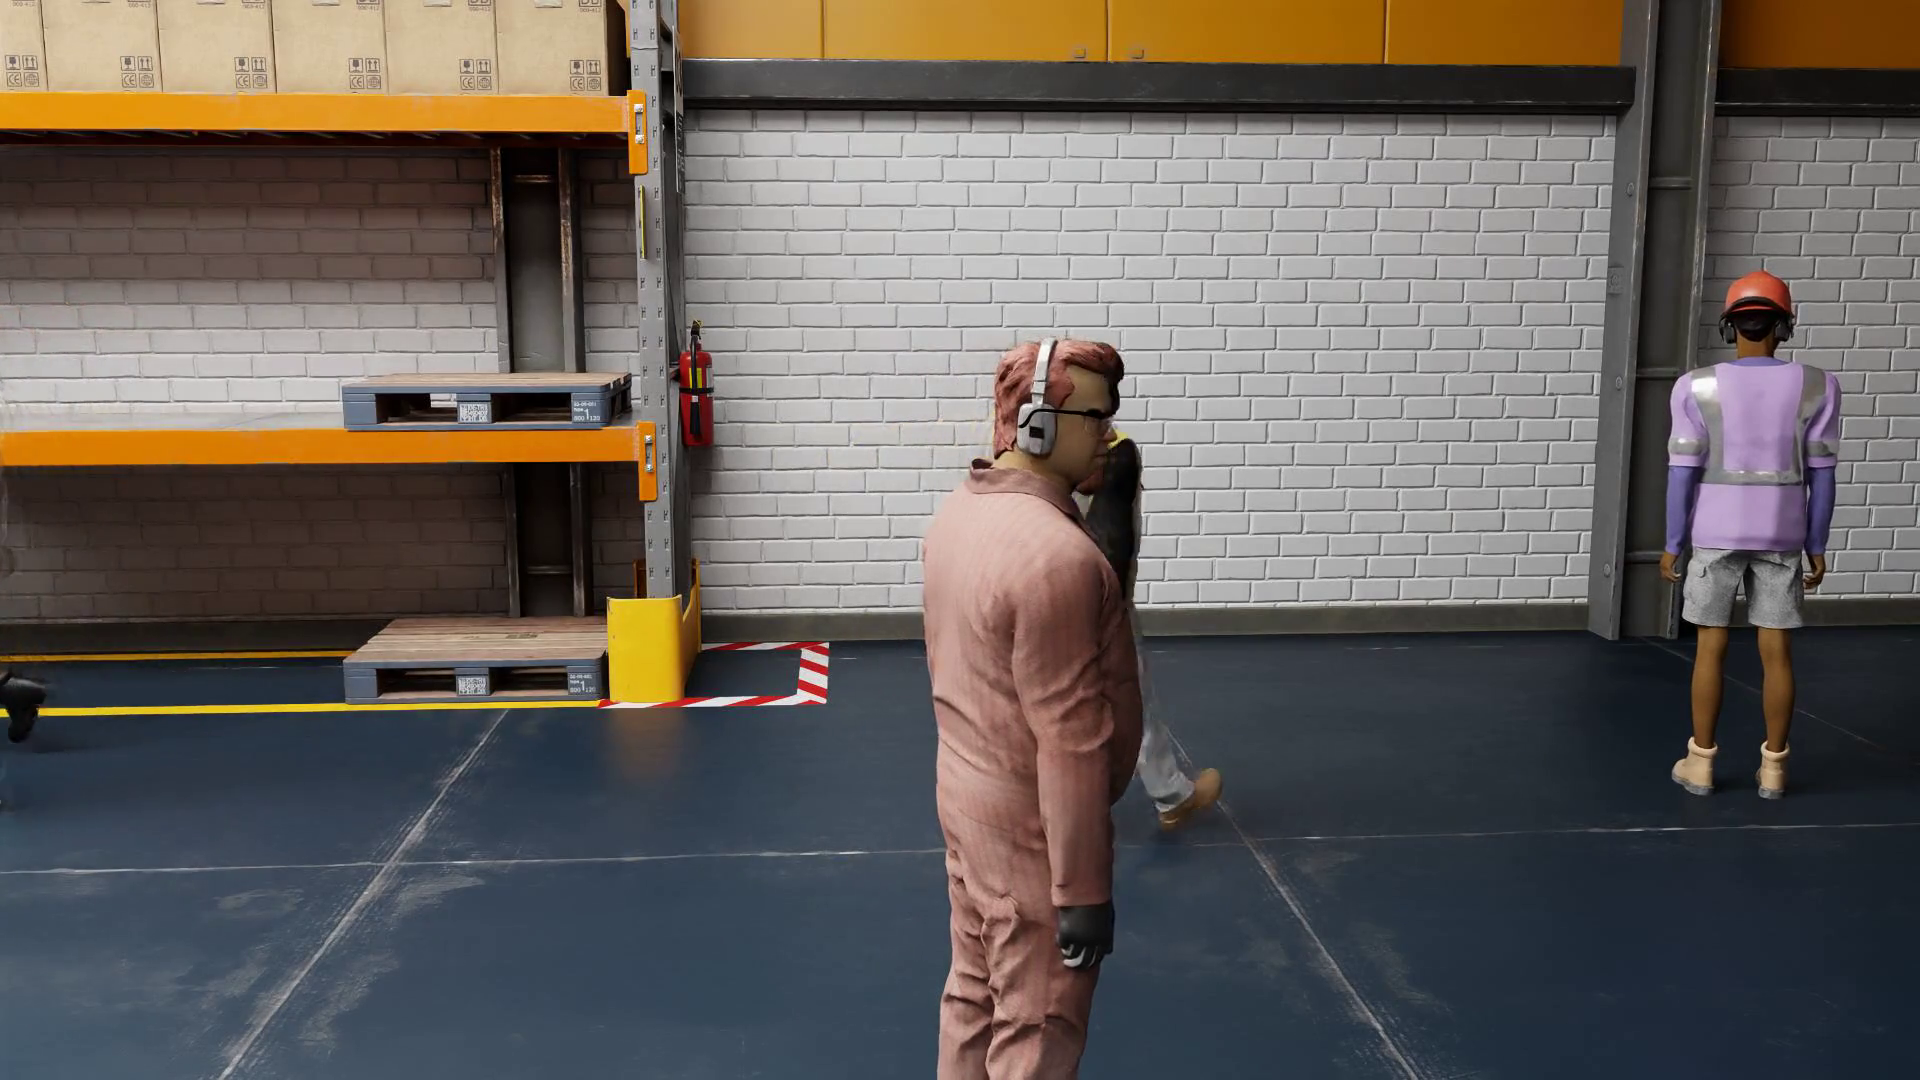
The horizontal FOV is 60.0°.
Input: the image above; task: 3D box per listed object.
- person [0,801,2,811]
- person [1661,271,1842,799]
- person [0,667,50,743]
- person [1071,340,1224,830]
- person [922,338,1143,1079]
[{"bbox_3d":[-4.007,0.129,6.013,0.894,1.888,0.613,-2,9,-13],"label":"person"},{"bbox_3d":[3.040,-0.012,6.453,0.605,2.035,0.392,2,9,15],"label":"person"},{"bbox_3d":[-4.237,-0.025,6.910,0.717,1.919,0.549,-1,9,-8],"label":"person"},{"bbox_3d":[0.485,0.203,5.869,0.959,1.786,0.648,-7,11,-36],"label":"person"},{"bbox_3d":[0.157,0.565,3.239,0.401,1.904,0.651,-3,10,-18],"label":"person"}]
